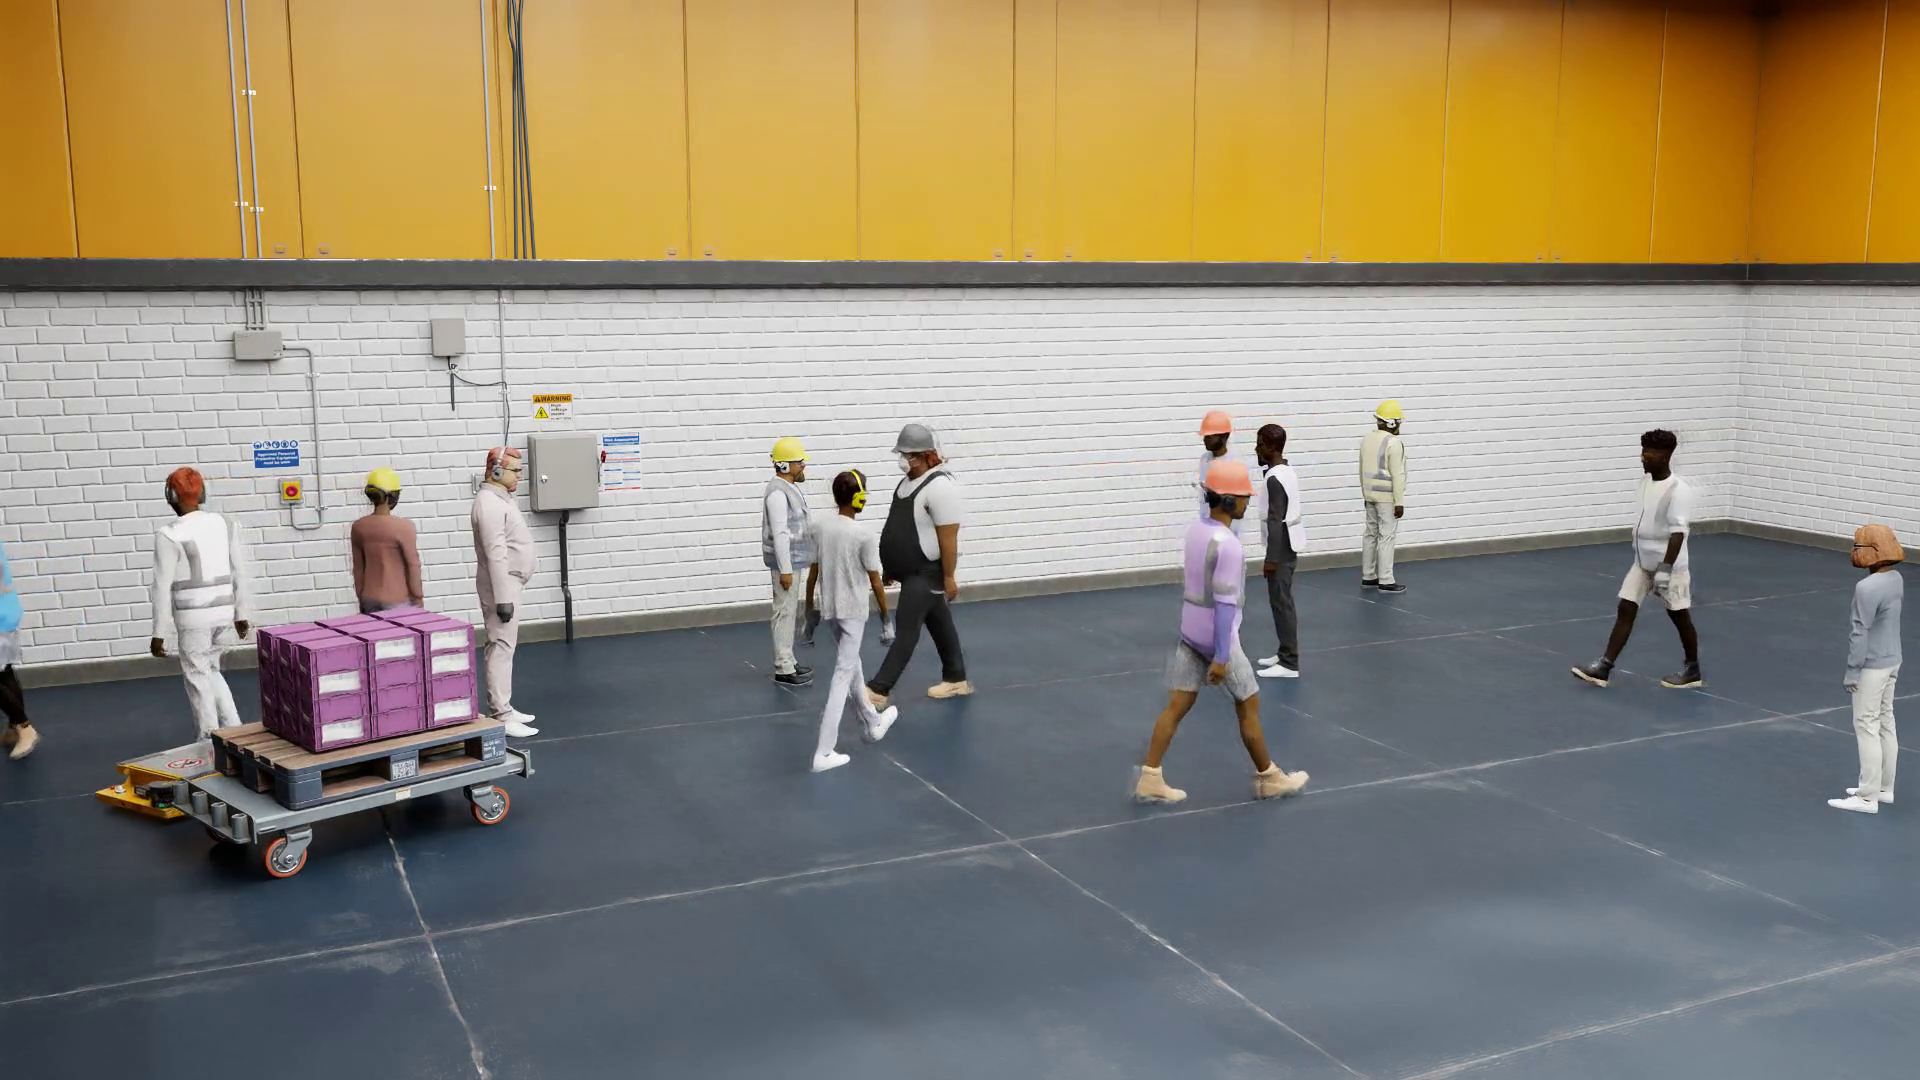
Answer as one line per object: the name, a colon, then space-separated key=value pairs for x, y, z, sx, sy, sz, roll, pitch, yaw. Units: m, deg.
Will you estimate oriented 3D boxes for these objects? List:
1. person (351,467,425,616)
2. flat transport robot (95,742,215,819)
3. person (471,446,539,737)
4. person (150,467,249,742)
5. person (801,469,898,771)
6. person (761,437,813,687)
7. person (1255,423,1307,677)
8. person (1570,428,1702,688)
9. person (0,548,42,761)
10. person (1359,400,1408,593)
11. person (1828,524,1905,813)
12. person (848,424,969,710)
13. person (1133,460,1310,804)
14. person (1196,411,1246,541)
person: x=-3.817 y=0.396 z=11.003 sx=0.542 sy=1.748 sz=0.505 roll=4 pitch=10 yaw=24
flat transport robot: x=-4.254 y=1.322 z=9.843 sx=0.652 sy=0.197 sz=1.431 roll=5 pitch=11 yaw=30
person: x=-2.985 y=0.333 z=10.941 sx=0.406 sy=1.902 sz=0.639 roll=-3 pitch=9 yaw=-15
person: x=-4.588 y=0.490 z=10.056 sx=0.399 sy=1.869 sz=0.615 roll=3 pitch=10 yaw=20
person: x=-0.629 y=0.470 z=10.366 sx=0.527 sy=1.808 sz=0.973 roll=7 pitch=12 yaw=38
person: x=-1.253 y=0.152 z=12.265 sx=0.403 sy=1.834 sz=0.588 roll=0 pitch=9 yaw=-1
person: x=2.409 y=0.074 z=12.558 sx=0.407 sy=1.904 sz=0.608 roll=2 pitch=9 yaw=13
person: x=4.995 y=0.151 z=12.025 sx=0.990 sy=1.910 sz=0.628 roll=-2 pitch=9 yaw=-10
person: x=-6.034 y=0.536 z=10.383 sx=0.342 sy=1.679 sz=0.579 roll=-4 pitch=10 yaw=-26
person: x=4.033 y=-0.414 z=15.782 sx=0.404 sy=1.830 sz=0.602 roll=-3 pitch=10 yaw=-20
person: x=5.150 y=0.719 z=9.404 sx=0.496 sy=1.625 sz=0.287 roll=-8 pitch=12 yaw=-42
person: x=-0.349 y=0.151 z=11.632 sx=1.004 sy=2.000 sz=0.704 roll=-4 pitch=10 yaw=-22
person: x=1.475 y=0.533 z=9.432 sx=1.053 sy=1.990 sz=0.611 roll=-3 pitch=10 yaw=-19
person: x=2.035 y=-0.084 z=13.457 sx=0.529 sy=1.919 sz=0.580 roll=-5 pitch=10 yaw=-27
